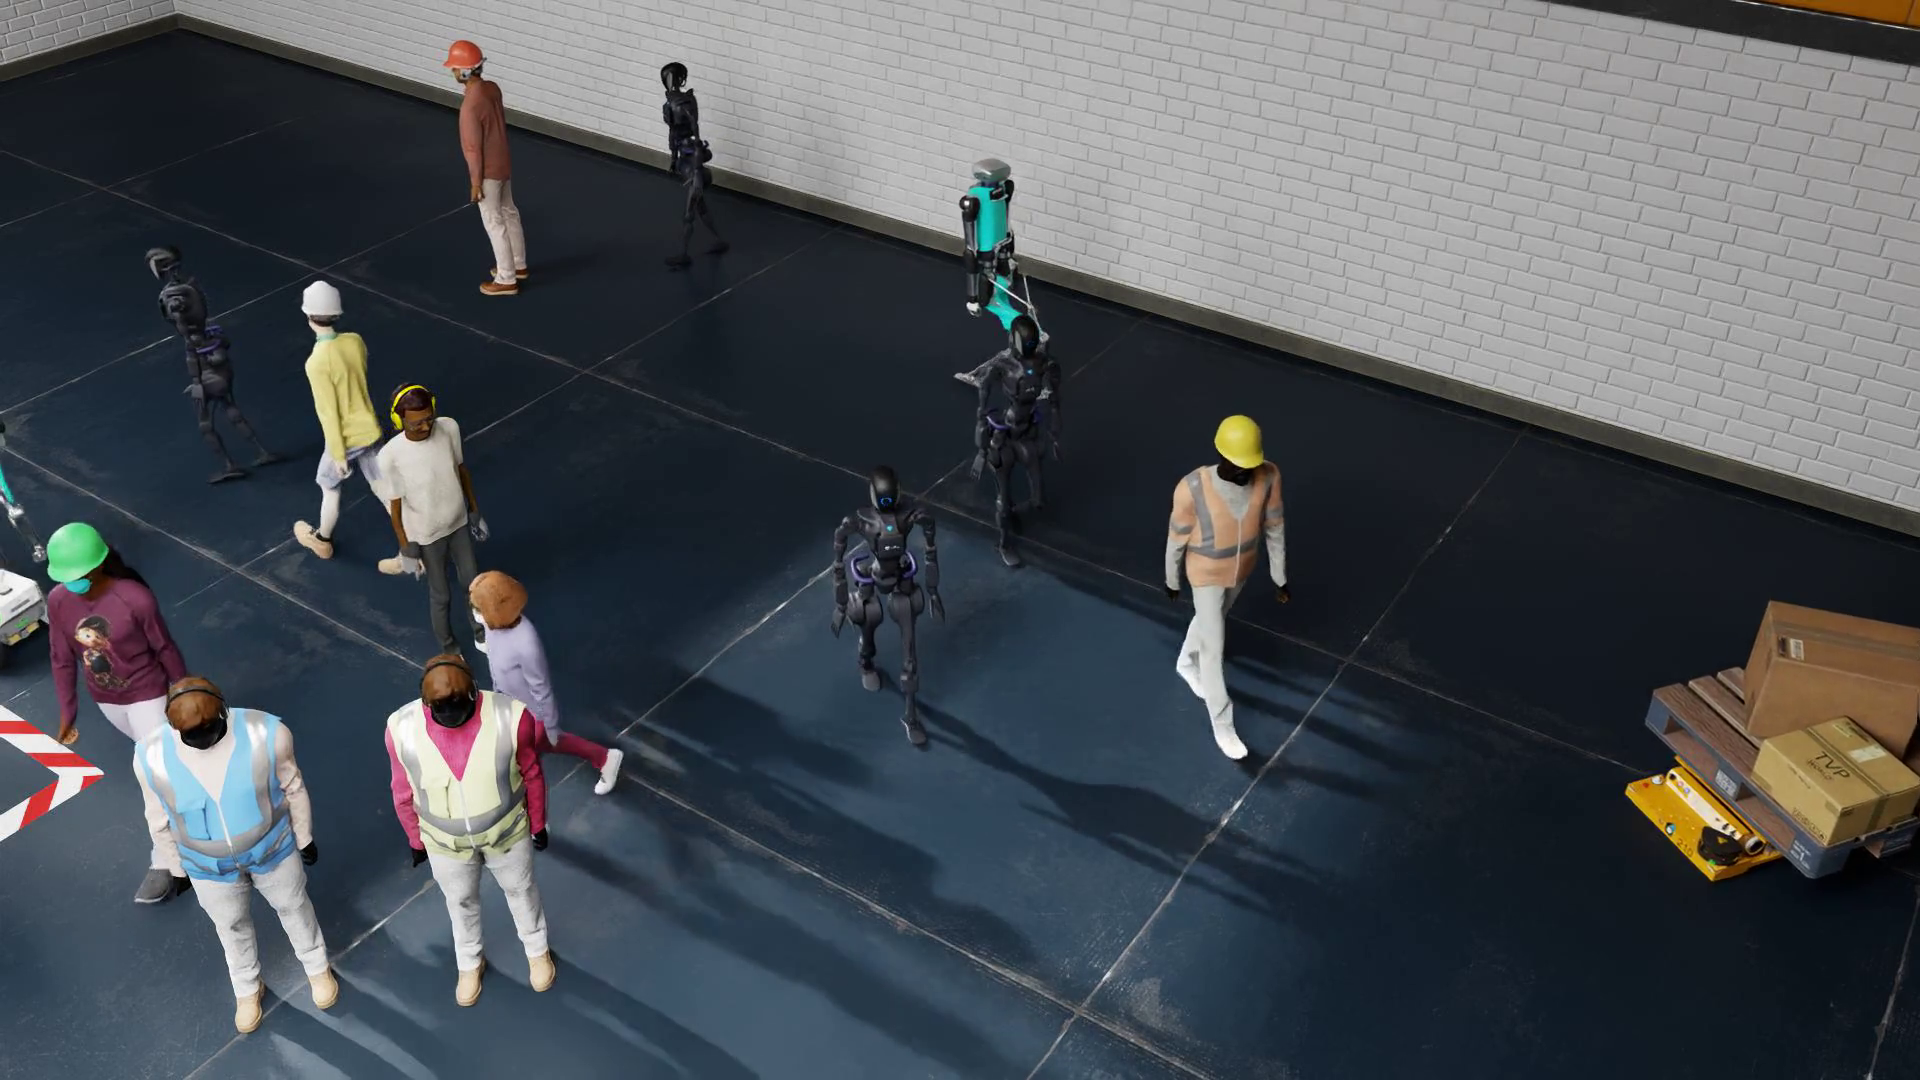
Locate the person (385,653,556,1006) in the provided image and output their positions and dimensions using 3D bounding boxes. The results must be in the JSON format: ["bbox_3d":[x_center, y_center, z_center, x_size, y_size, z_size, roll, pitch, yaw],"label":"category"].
[{"bbox_3d":[-2.065,1.241,7.120,0.622,1.844,0.429,-8,36,-11],"label":"person"}]

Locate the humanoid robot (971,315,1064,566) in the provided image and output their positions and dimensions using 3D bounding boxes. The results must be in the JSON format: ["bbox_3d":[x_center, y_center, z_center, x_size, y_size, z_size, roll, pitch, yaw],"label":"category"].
[{"bbox_3d":[0.312,-0.613,9.904,0.585,1.644,0.431,-16,38,-21],"label":"humanoid robot"}]

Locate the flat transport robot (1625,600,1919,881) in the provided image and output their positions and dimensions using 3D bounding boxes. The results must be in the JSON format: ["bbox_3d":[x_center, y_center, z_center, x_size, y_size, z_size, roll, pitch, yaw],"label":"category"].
[{"bbox_3d":[4.190,1.275,8.441,1.431,0.231,0.659,-12,37,-16],"label":"flat transport robot"}]

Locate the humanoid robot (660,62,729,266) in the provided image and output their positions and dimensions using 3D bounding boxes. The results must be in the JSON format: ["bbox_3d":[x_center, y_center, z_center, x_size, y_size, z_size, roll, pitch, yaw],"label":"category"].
[{"bbox_3d":[-2.209,-3.026,13.373,0.638,1.633,0.601,-19,39,-25],"label":"humanoid robot"}]

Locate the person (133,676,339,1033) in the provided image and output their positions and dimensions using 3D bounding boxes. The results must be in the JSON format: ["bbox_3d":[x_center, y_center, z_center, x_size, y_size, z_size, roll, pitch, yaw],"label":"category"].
[{"bbox_3d":[-3.030,1.314,7.020,0.622,1.839,0.429,-13,37,-18],"label":"person"}]

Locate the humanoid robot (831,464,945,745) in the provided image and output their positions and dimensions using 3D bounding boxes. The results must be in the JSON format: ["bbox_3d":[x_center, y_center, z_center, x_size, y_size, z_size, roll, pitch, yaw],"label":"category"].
[{"bbox_3d":[-0.388,0.257,8.712,0.613,1.620,0.762,-9,36,-13],"label":"humanoid robot"}]

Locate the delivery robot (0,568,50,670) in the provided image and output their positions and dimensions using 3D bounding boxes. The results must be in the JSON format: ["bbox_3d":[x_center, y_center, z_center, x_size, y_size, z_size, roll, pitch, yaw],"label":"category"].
[{"bbox_3d":[-5.560,0.372,9.500,0.786,0.614,0.504,15,38,21],"label":"delivery robot"}]

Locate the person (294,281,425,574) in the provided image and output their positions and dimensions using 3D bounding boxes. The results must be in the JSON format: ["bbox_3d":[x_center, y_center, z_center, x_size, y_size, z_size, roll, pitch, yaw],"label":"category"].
[{"bbox_3d":[-3.660,-0.643,9.812,0.932,1.834,0.496,13,37,18],"label":"person"}]

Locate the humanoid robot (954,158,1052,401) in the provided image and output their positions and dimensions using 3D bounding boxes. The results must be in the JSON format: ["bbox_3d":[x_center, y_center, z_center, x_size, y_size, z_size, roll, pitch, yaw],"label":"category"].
[{"bbox_3d":[0.408,-1.704,11.474,1.035,1.774,0.549,21,40,28],"label":"humanoid robot"}]

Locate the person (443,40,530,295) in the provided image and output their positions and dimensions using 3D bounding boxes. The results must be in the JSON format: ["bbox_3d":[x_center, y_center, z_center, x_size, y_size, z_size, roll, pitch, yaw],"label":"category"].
[{"bbox_3d":[-3.663,-2.877,12.883,0.400,1.988,0.618,4,35,6],"label":"person"}]

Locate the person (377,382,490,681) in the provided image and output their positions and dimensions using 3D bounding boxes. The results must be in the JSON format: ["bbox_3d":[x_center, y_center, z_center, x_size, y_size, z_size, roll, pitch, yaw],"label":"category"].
[{"bbox_3d":[-2.773,-0.036,8.936,0.353,1.856,0.515,25,42,31],"label":"person"}]

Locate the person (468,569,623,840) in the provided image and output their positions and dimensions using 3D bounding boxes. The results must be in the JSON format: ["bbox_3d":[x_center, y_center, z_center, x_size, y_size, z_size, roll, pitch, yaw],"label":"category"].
[{"bbox_3d":[-2.015,0.758,8.014,0.700,1.603,0.534,-22,41,-28],"label":"person"}]

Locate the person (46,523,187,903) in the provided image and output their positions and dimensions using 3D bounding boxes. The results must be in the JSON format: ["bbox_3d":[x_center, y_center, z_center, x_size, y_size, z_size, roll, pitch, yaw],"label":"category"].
[{"bbox_3d":[-3.929,0.751,7.772,0.506,1.901,0.993,3,35,4],"label":"person"}]

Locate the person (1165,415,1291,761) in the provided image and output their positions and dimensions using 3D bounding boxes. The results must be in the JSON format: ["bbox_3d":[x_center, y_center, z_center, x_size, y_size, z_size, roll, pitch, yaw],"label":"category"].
[{"bbox_3d":[1.403,0.203,8.561,0.600,1.882,0.946,-15,38,-20],"label":"person"}]

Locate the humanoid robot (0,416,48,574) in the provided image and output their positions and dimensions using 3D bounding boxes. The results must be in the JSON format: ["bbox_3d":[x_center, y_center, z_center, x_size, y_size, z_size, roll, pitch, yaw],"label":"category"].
[{"bbox_3d":[-5.842,-0.503,9.762,0.537,1.827,0.770,-23,41,-30],"label":"humanoid robot"}]

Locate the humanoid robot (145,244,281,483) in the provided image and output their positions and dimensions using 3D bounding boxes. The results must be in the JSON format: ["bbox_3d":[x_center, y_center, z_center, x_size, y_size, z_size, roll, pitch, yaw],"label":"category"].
[{"bbox_3d":[-4.801,-1.141,10.680,0.431,1.638,0.587,-10,36,-14],"label":"humanoid robot"}]
